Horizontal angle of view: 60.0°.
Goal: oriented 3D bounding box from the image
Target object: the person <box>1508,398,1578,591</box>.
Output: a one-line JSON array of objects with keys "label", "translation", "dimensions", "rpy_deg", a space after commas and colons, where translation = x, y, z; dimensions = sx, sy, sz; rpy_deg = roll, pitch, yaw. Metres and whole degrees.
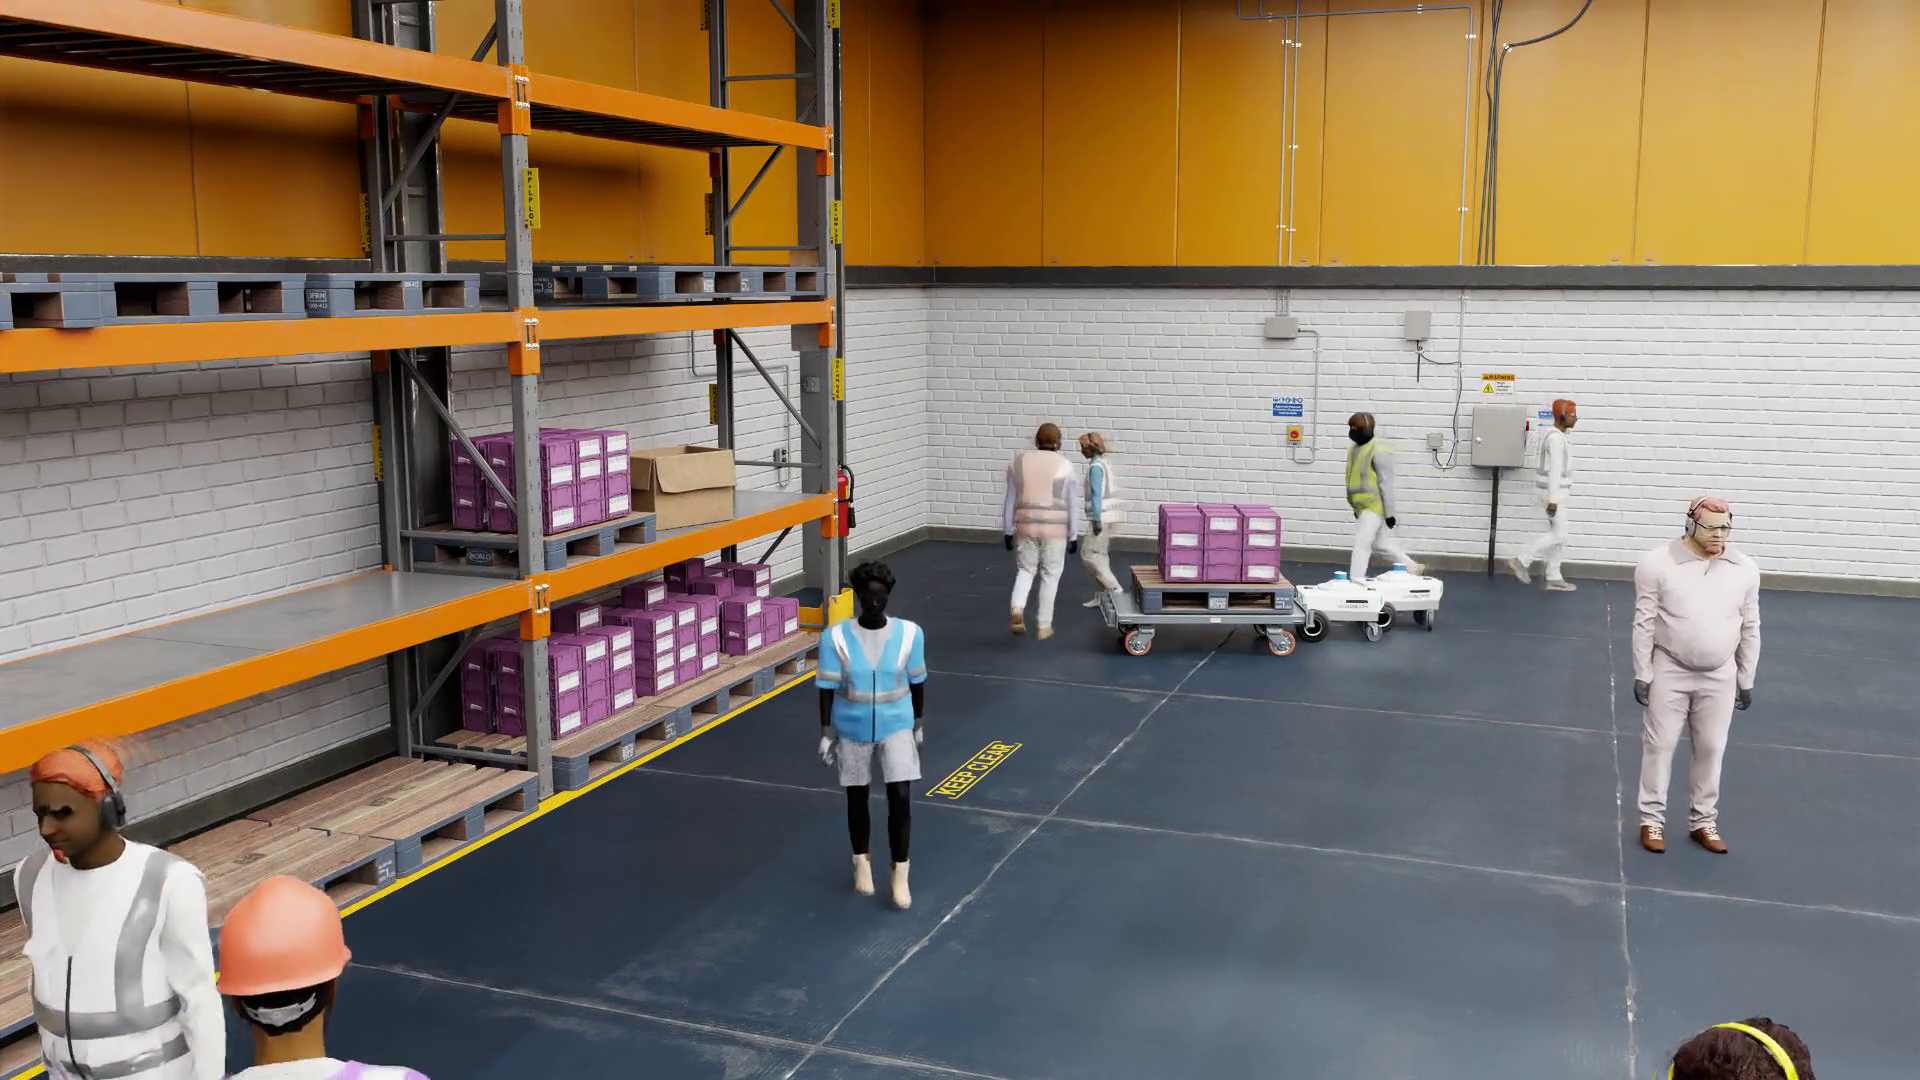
[{"label": "person", "translation": [5.646, -0.428, 15.928], "dimensions": [0.529, 1.870, 0.586], "rpy_deg": [4, 10, 22]}]

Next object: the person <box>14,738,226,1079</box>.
[{"label": "person", "translation": [-2.181, 1.405, 4.460], "dimensions": [0.578, 1.862, 0.774], "rpy_deg": [2, 9, 15]}]

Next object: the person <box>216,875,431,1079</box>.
[{"label": "person", "translation": [-1.252, 1.571, 3.259], "dimensions": [0.581, 1.905, 0.824], "rpy_deg": [-2, 9, -13]}]

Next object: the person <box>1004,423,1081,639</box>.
[{"label": "person", "translation": [0.678, -0.052, 13.766], "dimensions": [0.650, 1.819, 0.552], "rpy_deg": [3, 10, 18]}]

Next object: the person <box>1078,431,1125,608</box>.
[{"label": "person", "translation": [1.252, -0.175, 15.110], "dimensions": [0.402, 1.617, 0.548], "rpy_deg": [2, 9, 12]}]

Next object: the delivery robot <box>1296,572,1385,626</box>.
[{"label": "delivery robot", "translation": [3.171, 0.508, 13.881], "dimensions": [0.707, 0.478, 0.477], "rpy_deg": [1, 9, 7]}]

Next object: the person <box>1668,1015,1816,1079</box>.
[{"label": "person", "translation": [1.215, 1.678, 2.770], "dimensions": [0.527, 1.847, 0.550], "rpy_deg": [-5, 11, -31]}]

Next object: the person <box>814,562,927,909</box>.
[{"label": "person", "translation": [-0.421, 0.938, 7.972], "dimensions": [0.547, 1.679, 0.626], "rpy_deg": [-1, 9, -5]}]

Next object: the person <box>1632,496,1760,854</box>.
[{"label": "person", "translation": [3.868, 0.706, 8.754], "dimensions": [0.643, 1.896, 0.405], "rpy_deg": [1, 9, 6]}]

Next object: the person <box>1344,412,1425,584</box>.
[{"label": "person", "translation": [3.919, -0.314, 15.486], "dimensions": [0.925, 1.800, 0.642], "rpy_deg": [-2, 9, -10]}]

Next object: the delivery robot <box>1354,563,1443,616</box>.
[{"label": "delivery robot", "translation": [3.769, 0.442, 14.299], "dimensions": [0.707, 0.478, 0.477], "rpy_deg": [-1, 9, -8]}]
